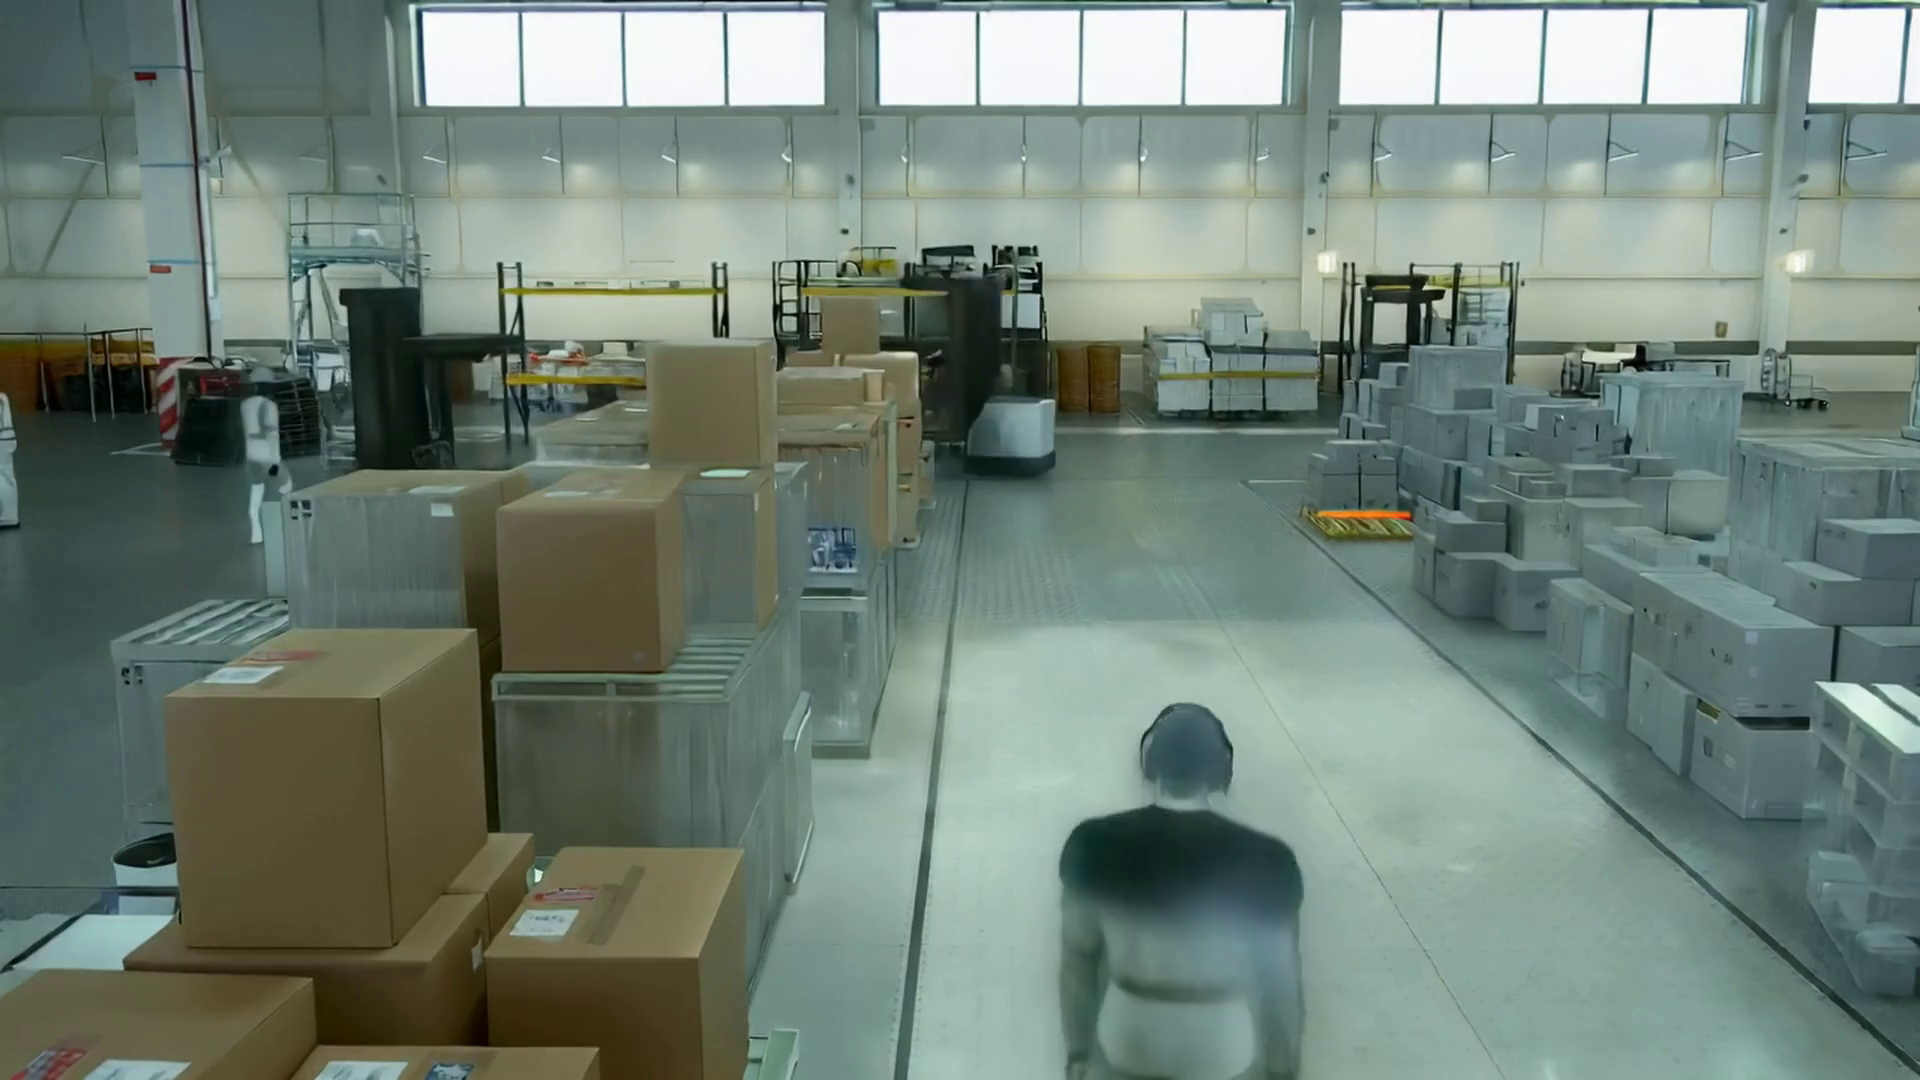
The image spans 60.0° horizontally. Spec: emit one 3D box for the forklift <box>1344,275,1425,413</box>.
[{"bbox_3d":[6.827,-2.810,26.466,1.129,2.768,1.873,0,9,1],"label":"forklift"}]

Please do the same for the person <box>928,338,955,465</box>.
[{"bbox_3d":[-0.255,-2.007,24.531,0.600,1.916,0.651,-7,12,-38],"label":"person"}]

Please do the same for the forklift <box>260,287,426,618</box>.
[{"bbox_3d":[-4.772,-0.711,13.897,1.873,2.768,1.129,0,9,1],"label":"forklift"}]

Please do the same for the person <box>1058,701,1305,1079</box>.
[{"bbox_3d":[0.567,1.359,4.356,0.648,1.922,0.717,3,10,16],"label":"person"}]

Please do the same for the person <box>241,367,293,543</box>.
[{"bbox_3d":[-7.512,-0.931,18.152,0.537,1.901,0.712,5,11,26],"label":"person"}]

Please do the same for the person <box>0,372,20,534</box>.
[{"bbox_3d":[-10.806,-1.009,18.666,0.355,1.883,0.573,-3,10,-20],"label":"person"}]

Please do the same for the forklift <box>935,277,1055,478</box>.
[{"bbox_3d":[0.361,-2.353,23.727,1.873,2.768,1.129,3,10,16],"label":"forklift"}]
